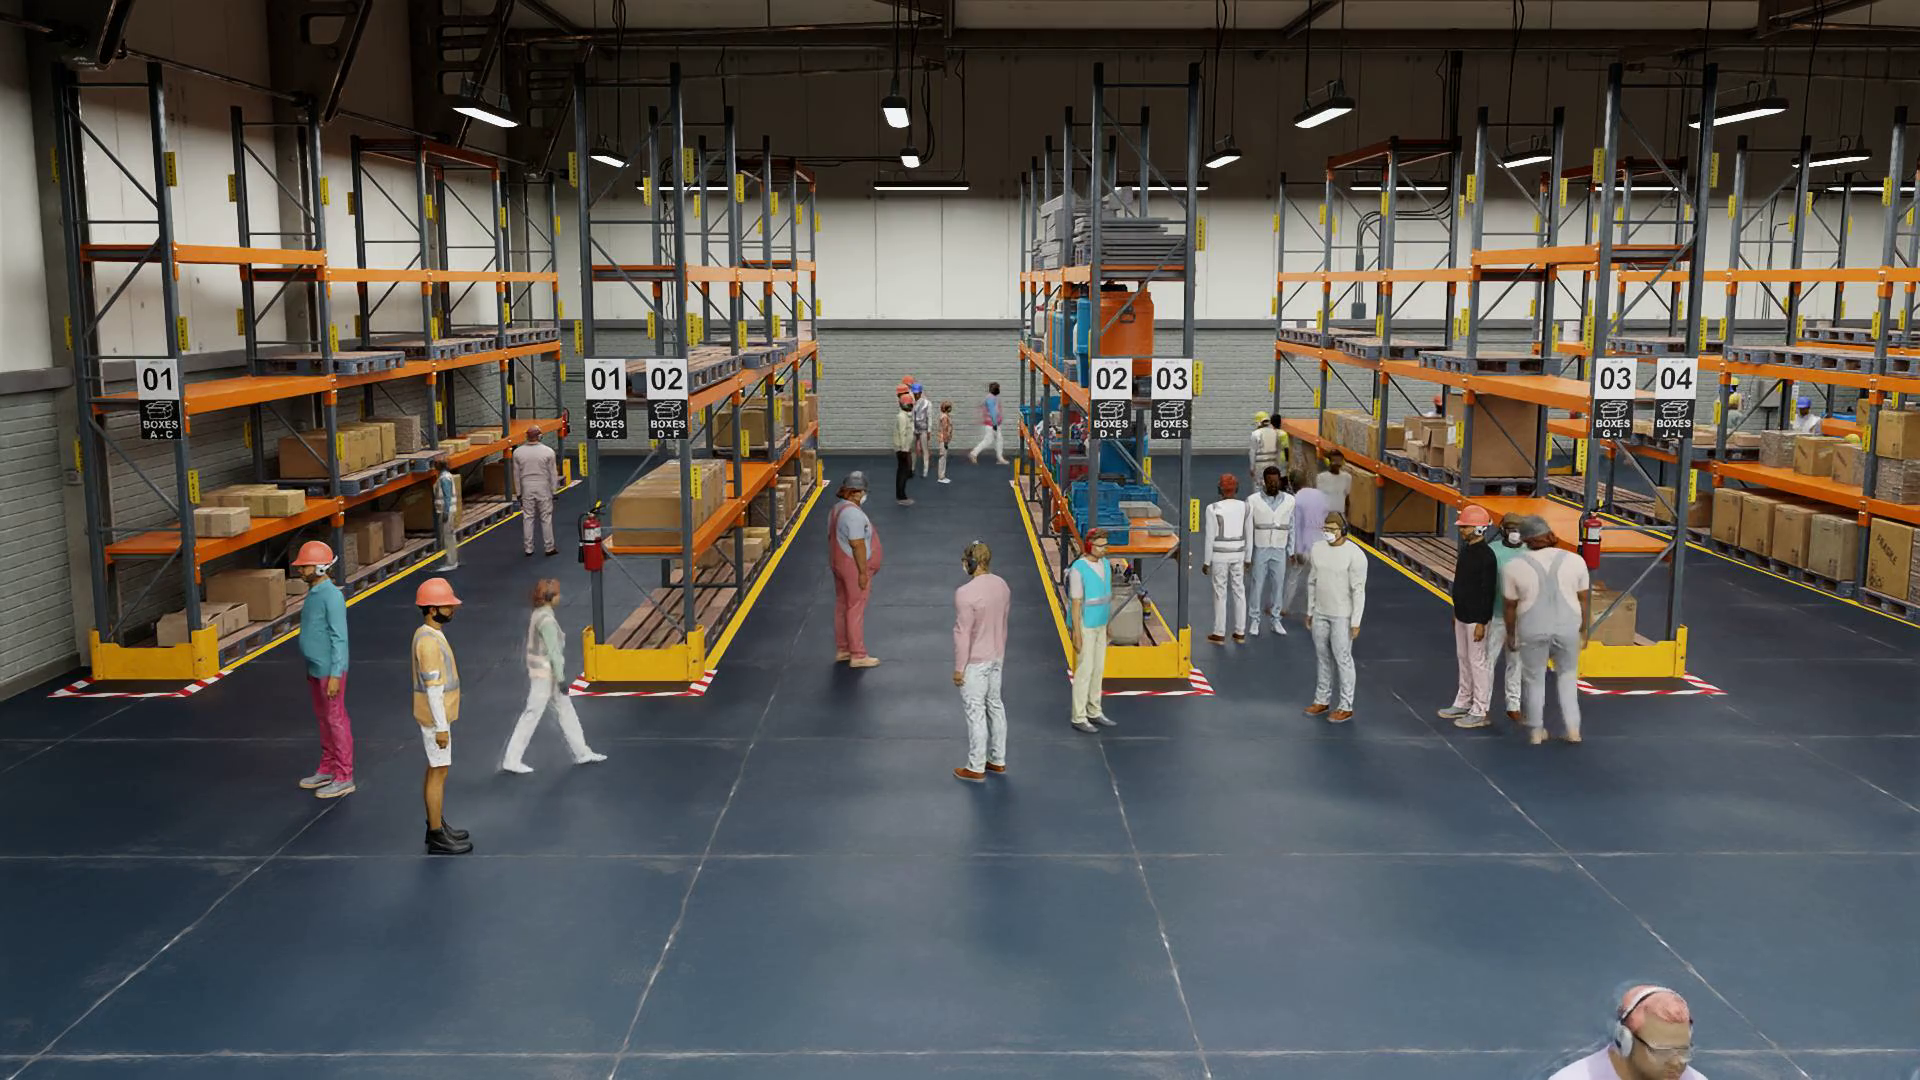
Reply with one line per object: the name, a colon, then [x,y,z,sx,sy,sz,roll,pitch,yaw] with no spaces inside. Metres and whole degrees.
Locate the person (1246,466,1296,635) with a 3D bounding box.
person: [3.497,0.114,18.801,0.600,1.917,0.377,-1,9,-4]

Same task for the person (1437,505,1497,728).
person: [4.587,0.677,14.934,0.378,1.995,0.612,-1,9,-8]

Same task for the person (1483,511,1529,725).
person: [4.918,0.704,14.939,0.627,1.941,0.371,0,9,1]

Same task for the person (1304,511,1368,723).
person: [3.402,0.688,15.091,0.366,1.932,0.628,-6,11,-33]

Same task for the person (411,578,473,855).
person: [-3.631,1.221,11.619,0.354,1.939,0.544,-3,9,-19]

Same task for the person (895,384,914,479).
person: [-1.120,-2.195,33.642,0.388,1.928,0.549,-1,9,-9]

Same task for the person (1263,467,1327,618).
person: [4.098,0.078,19.359,0.649,1.841,1.199,-7,11,-37]

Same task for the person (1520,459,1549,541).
person: [8.399,-0.854,24.723,0.636,2.015,0.710,1,9,5]

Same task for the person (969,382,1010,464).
person: [0.644,-2.539,36.222,0.818,1.819,0.636,2,9,10]

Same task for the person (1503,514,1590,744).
person: [5.021,0.752,14.305,0.720,2.000,0.544,2,9,11]

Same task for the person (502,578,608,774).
person: [-3.347,1.100,13.495,0.855,1.591,0.533,-3,9,-18]

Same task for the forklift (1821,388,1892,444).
forklift: [20.072,-3.110,36.462,1.873,2.768,1.129,0,9,0]

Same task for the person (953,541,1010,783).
person: [0.170,0.967,13.299,0.367,1.932,0.623,6,11,34]

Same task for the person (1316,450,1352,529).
person: [4.839,-0.256,21.501,0.510,1.819,0.996,0,9,-3]

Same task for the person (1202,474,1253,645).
person: [2.945,0.211,18.289,0.583,1.882,0.337,-3,9,-17]

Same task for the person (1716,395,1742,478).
person: [15.391,-2.057,33.370,0.521,1.723,0.426,8,12,43]

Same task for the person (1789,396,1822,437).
person: [15.059,-1.603,29.759,0.615,1.942,0.407,8,12,40]

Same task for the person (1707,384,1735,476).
person: [15.593,-2.259,34.084,0.450,1.926,0.627,3,9,20]

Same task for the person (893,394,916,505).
person: [-0.992,-1.623,29.735,0.403,1.990,0.621,0,9,-2]

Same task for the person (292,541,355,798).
person: [-4.940,0.991,12.915,0.377,1.995,0.608,-7,11,-39]

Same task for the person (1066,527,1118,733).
person: [1.149,0.790,14.745,0.404,1.831,0.573,6,11,34]

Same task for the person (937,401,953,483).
person: [-0.296,-1.939,32.943,0.316,1.633,0.514,0,9,-1]

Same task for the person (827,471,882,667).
person: [-1.074,0.284,17.315,0.536,2.000,0.672,-4,10,-26]

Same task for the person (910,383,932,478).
person: [-0.863,-2.225,33.788,0.611,1.938,0.412,3,9,18]

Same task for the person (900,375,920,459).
person: [-1.120,-2.607,36.101,0.460,1.976,0.647,5,10,28]

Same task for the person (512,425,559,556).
person: [-6.140,-0.711,24.146,0.642,1.909,0.410,0,9,1]

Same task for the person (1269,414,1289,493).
person: [5.550,-1.383,29.226,0.350,1.675,0.564,-8,12,-42]

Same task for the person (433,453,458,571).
person: [-7.094,-0.389,22.937,0.310,1.638,0.522,-3,9,-18]

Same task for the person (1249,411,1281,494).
person: [5.120,-1.256,27.988,0.615,1.810,0.451,-4,10,-24]

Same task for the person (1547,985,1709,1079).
person: [2.050,2.249,5.218,0.635,1.877,0.850,0,9,-2]
